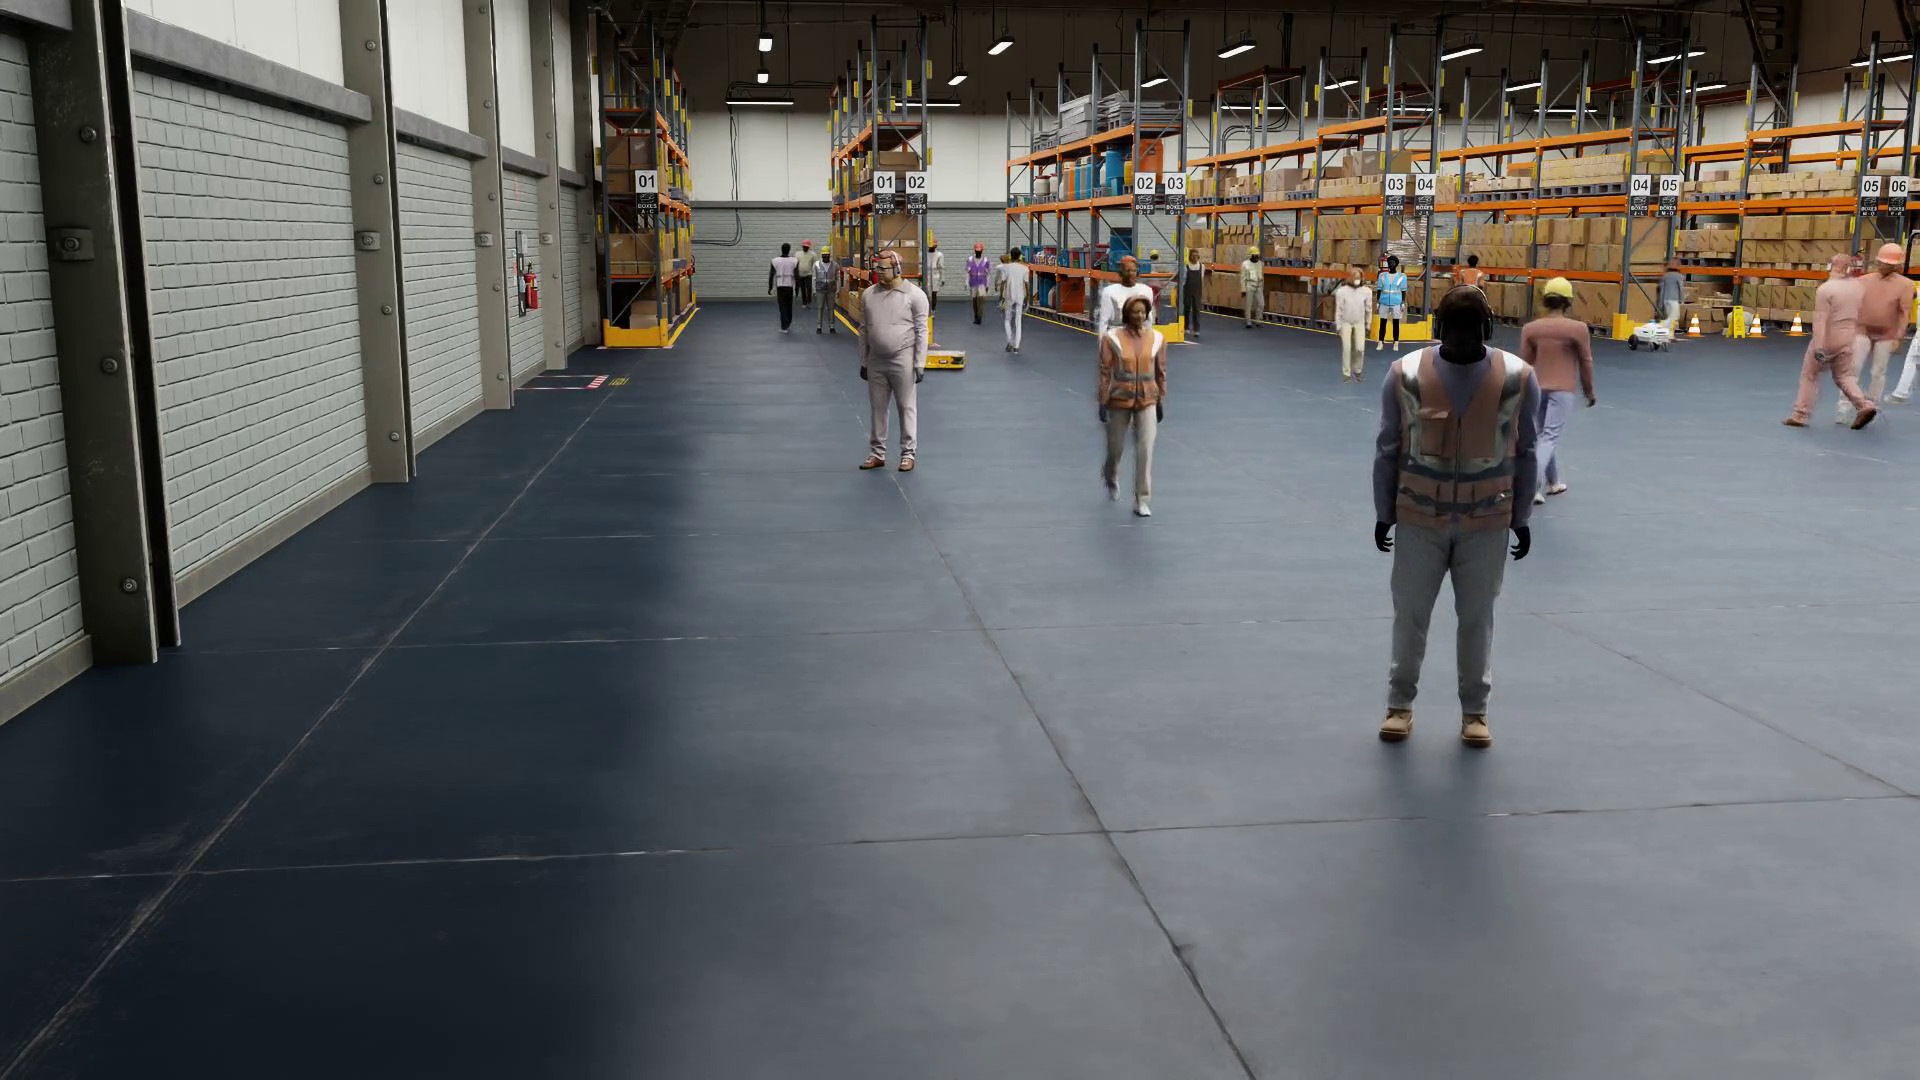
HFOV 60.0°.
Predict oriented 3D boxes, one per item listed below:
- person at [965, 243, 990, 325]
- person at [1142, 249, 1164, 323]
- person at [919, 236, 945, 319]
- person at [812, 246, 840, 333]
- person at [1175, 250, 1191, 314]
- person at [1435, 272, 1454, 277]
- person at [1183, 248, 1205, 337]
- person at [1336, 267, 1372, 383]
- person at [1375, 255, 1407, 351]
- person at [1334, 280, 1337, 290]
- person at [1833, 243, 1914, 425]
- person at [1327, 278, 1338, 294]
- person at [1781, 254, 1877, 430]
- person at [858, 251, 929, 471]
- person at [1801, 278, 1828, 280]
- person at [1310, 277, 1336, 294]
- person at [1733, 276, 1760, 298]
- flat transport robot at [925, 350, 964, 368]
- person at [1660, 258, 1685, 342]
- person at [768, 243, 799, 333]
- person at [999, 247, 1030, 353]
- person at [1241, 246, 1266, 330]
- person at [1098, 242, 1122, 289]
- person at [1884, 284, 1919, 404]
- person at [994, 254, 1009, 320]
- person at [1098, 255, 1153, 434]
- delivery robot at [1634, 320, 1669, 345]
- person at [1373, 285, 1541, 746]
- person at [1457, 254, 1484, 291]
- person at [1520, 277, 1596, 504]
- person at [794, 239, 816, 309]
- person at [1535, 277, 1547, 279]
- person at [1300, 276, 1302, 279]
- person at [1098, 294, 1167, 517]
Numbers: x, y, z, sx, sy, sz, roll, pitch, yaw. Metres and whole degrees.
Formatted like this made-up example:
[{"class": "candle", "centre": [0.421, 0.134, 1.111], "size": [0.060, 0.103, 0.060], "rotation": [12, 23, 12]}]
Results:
[{"class": "person", "centre": [0.410, -5.947, 38.674], "size": [0.555, 1.883, 1.023], "rotation": [1, 10, 6]}, {"class": "person", "centre": [4.553, -5.942, 39.005], "size": [0.527, 1.740, 0.811], "rotation": [-3, 11, -14]}, {"class": "person", "centre": [-0.686, -6.438, 40.902], "size": [0.648, 2.030, 0.516], "rotation": [-1, 10, -3]}, {"class": "person", "centre": [-2.819, -5.265, 35.024], "size": [0.588, 1.834, 0.403], "rotation": [-2, 10, -10]}, {"class": "person", "centre": [5.620, -6.377, 41.388], "size": [0.513, 1.723, 0.484], "rotation": [-2, 10, -9]}, {"class": "person", "centre": [14.496, -7.966, 49.905], "size": [0.915, 1.798, 0.645], "rotation": [-2, 10, -9]}, {"class": "person", "centre": [4.752, -5.079, 34.132], "size": [0.521, 1.799, 0.965], "rotation": [-1, 10, -4]}, {"class": "person", "centre": [5.454, -2.974, 23.084], "size": [0.505, 1.614, 0.417], "rotation": [1, 10, 7]}, {"class": "person", "centre": [7.649, -4.194, 29.529], "size": [0.532, 1.697, 0.319], "rotation": [4, 11, 22]}, {"class": "person", "centre": [10.990, -7.874, 49.337], "size": [0.470, 1.834, 0.578], "rotation": [-8, 13, -37]}, {"class": "person", "centre": [9.761, -2.175, 17.752], "size": [0.642, 1.951, 0.768], "rotation": [9, 13, 40]}, {"class": "person", "centre": [9.954, -7.145, 45.101], "size": [0.603, 1.930, 0.915], "rotation": [-1, 10, -8]}, {"class": "person", "centre": [9.297, -2.093, 17.600], "size": [0.660, 1.861, 0.798], "rotation": [-3, 11, -17]}, {"class": "person", "centre": [-0.597, -1.546, 14.449], "size": [0.643, 1.905, 0.400], "rotation": [5, 11, 24]}, {"class": "person", "centre": [19.381, -5.785, 37.712], "size": [0.655, 1.888, 0.713], "rotation": [-1, 10, -6]}, {"class": "person", "centre": [9.197, -6.597, 42.127], "size": [0.661, 1.901, 0.928], "rotation": [2, 10, 9]}, {"class": "person", "centre": [18.946, -6.249, 39.962], "size": [0.618, 2.011, 0.985], "rotation": [-1, 10, -7]}, {"class": "flat transport robot", "centre": [-0.261, -2.819, 25.903], "size": [0.652, 0.197, 1.431], "rotation": [0, 10, 0]}, {"class": "person", "centre": [13.590, -4.581, 31.844], "size": [0.551, 1.616, 0.510], "rotation": [-4, 11, -20]}, {"class": "person", "centre": [-3.764, -5.376, 35.483], "size": [0.632, 1.875, 0.839], "rotation": [-2, 11, -13]}, {"class": "person", "centre": [0.953, -4.210, 29.207], "size": [0.548, 1.843, 0.710], "rotation": [0, 10, -2]}, {"class": "person", "centre": [6.441, -5.483, 36.270], "size": [0.629, 1.809, 0.657], "rotation": [-4, 11, -22]}, {"class": "person", "centre": [3.805, -6.677, 42.612], "size": [0.646, 1.880, 1.040], "rotation": [-2, 10, -9]}, {"class": "person", "centre": [11.626, -2.491, 19.853], "size": [0.581, 1.836, 1.005], "rotation": [-3, 11, -16]}, {"class": "person", "centre": [1.058, -6.074, 40.086], "size": [0.508, 1.592, 0.826], "rotation": [-5, 12, -27]}, {"class": "person", "centre": [1.733, -2.068, 17.501], "size": [0.593, 1.841, 0.990], "rotation": [-1, 10, -8]}, {"class": "delivery robot", "centre": [12.282, -3.673, 29.546], "size": [0.477, 0.478, 0.707], "rotation": [-1, 10, -5]}, {"class": "person", "centre": [1.966, -0.090, 6.638], "size": [0.634, 1.839, 0.429], "rotation": [3, 11, 15]}, {"class": "person", "centre": [10.293, -4.919, 33.561], "size": [0.530, 1.675, 0.736], "rotation": [3, 11, 14]}, {"class": "person", "centre": [4.553, -1.147, 12.783], "size": [0.919, 1.722, 0.527], "rotation": [-9, 14, -42]}, {"class": "person", "centre": [-4.350, -7.441, 46.647], "size": [0.626, 1.937, 1.025], "rotation": [1, 10, 3]}, {"class": "person", "centre": [17.346, -7.985, 50.049], "size": [0.811, 1.791, 0.652], "rotation": [8, 13, 39]}, {"class": "person", "centre": [9.829, -7.983, 49.359], "size": [0.717, 2.000, 0.618], "rotation": [3, 11, 18]}, {"class": "person", "centre": [1.264, -1.015, 12.295], "size": [0.521, 1.613, 0.710], "rotation": [-1, 10, -5]}]
